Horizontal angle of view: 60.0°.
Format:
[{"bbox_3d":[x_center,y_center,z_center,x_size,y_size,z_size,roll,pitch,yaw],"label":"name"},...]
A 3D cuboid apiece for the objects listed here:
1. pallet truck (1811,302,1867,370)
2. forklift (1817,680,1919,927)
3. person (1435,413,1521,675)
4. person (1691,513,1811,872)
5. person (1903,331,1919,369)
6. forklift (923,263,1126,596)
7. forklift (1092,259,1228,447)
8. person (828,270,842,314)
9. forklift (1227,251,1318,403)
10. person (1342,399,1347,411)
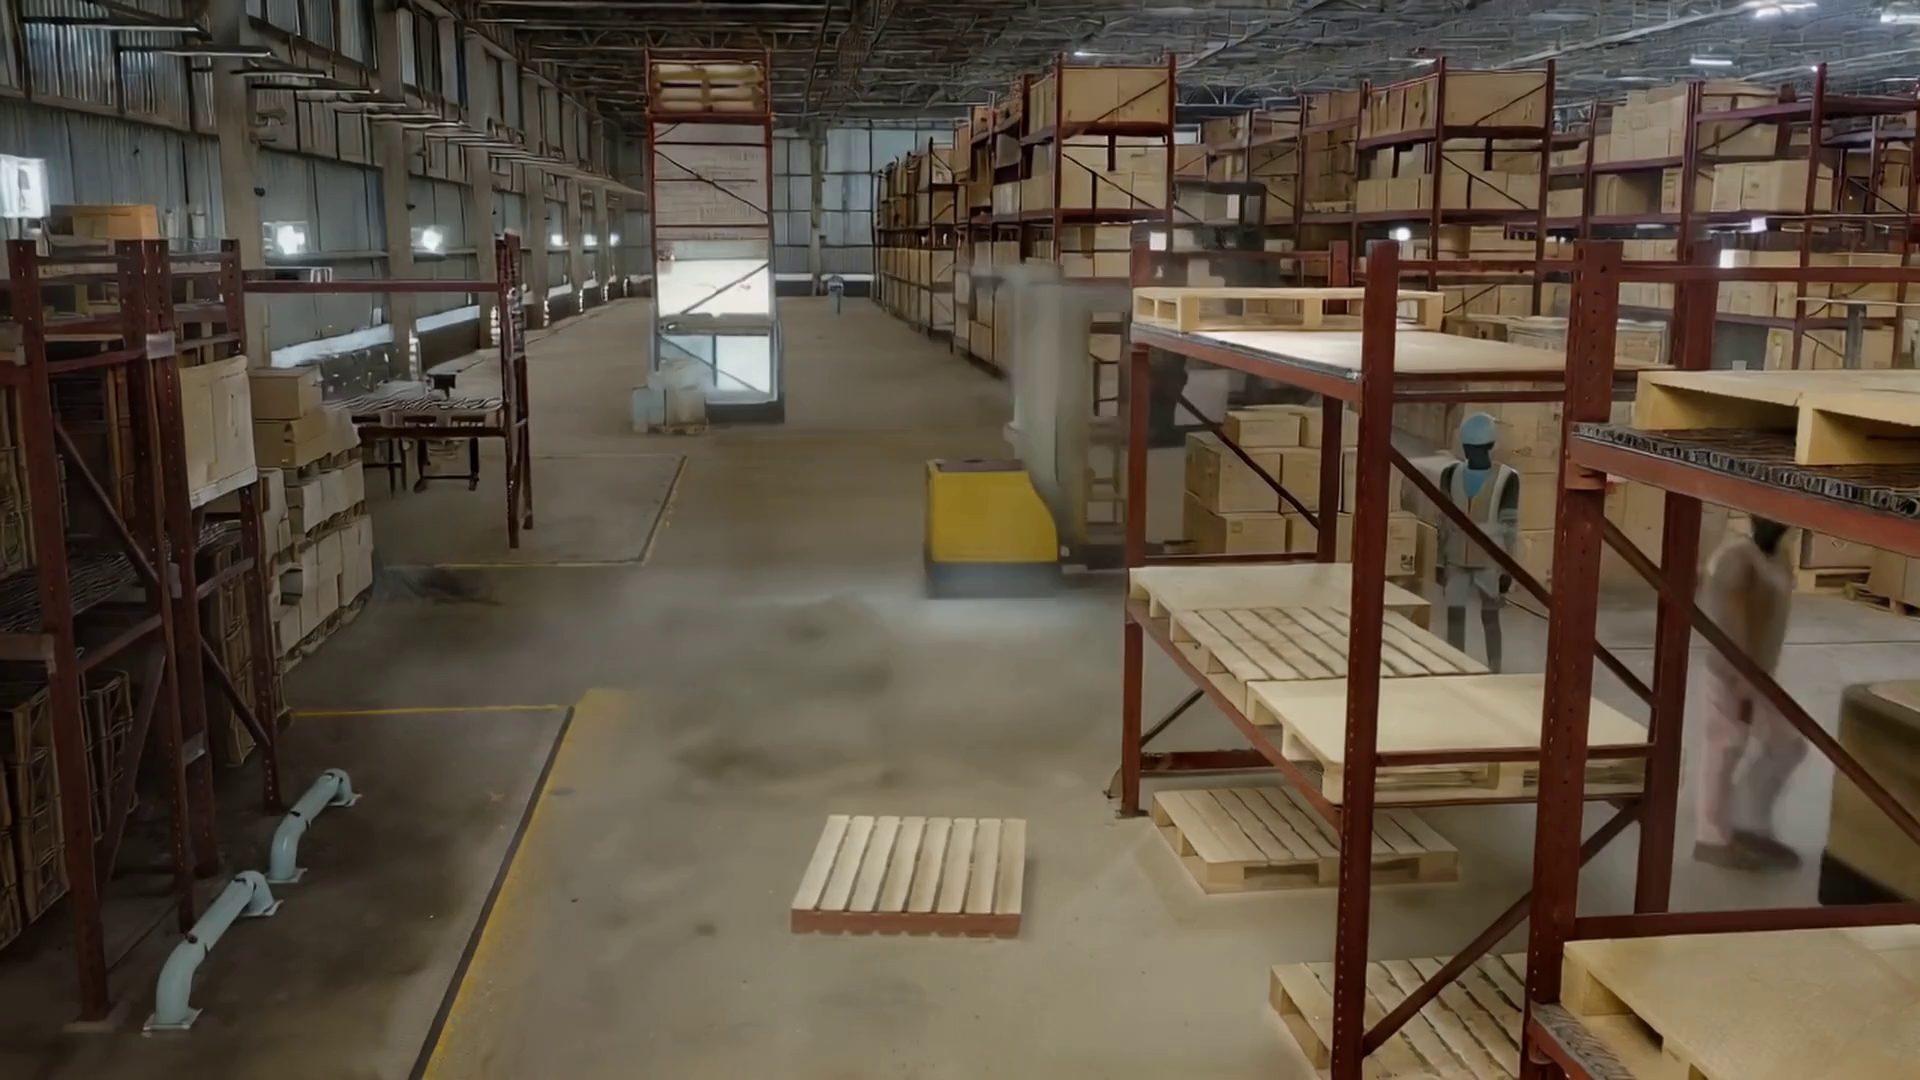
[{"bbox_3d":[15.846,-3.142,28.793,1.885,1.965,0.823,2,10,12],"label":"pallet truck"},{"bbox_3d":[4.471,0.447,6.457,1.129,2.768,1.873,-1,10,-6],"label":"forklift"},{"bbox_3d":[3.357,0.129,10.880,0.542,1.928,0.399,9,13,40],"label":"person"},{"bbox_3d":[3.842,0.663,7.920,0.600,1.916,0.651,10,14,43],"label":"person"},{"bbox_3d":[15.510,-2.705,26.727,0.610,1.871,1.006,9,14,42],"label":"person"},{"bbox_3d":[0.646,-0.997,14.458,1.873,2.768,1.129,-1,10,-6],"label":"forklift"},{"bbox_3d":[2.999,-2.856,24.760,1.873,2.768,1.129,-6,12,-31],"label":"forklift"},{"bbox_3d":[-5.143,-10.221,68.508,0.573,1.829,0.645,-3,11,-16],"label":"person"},{"bbox_3d":[5.716,-4.019,31.205,1.873,2.768,1.129,-2,10,-12],"label":"forklift"},{"bbox_3d":[6.538,-2.811,28.046,0.768,1.608,0.534,9,14,42],"label":"person"}]
